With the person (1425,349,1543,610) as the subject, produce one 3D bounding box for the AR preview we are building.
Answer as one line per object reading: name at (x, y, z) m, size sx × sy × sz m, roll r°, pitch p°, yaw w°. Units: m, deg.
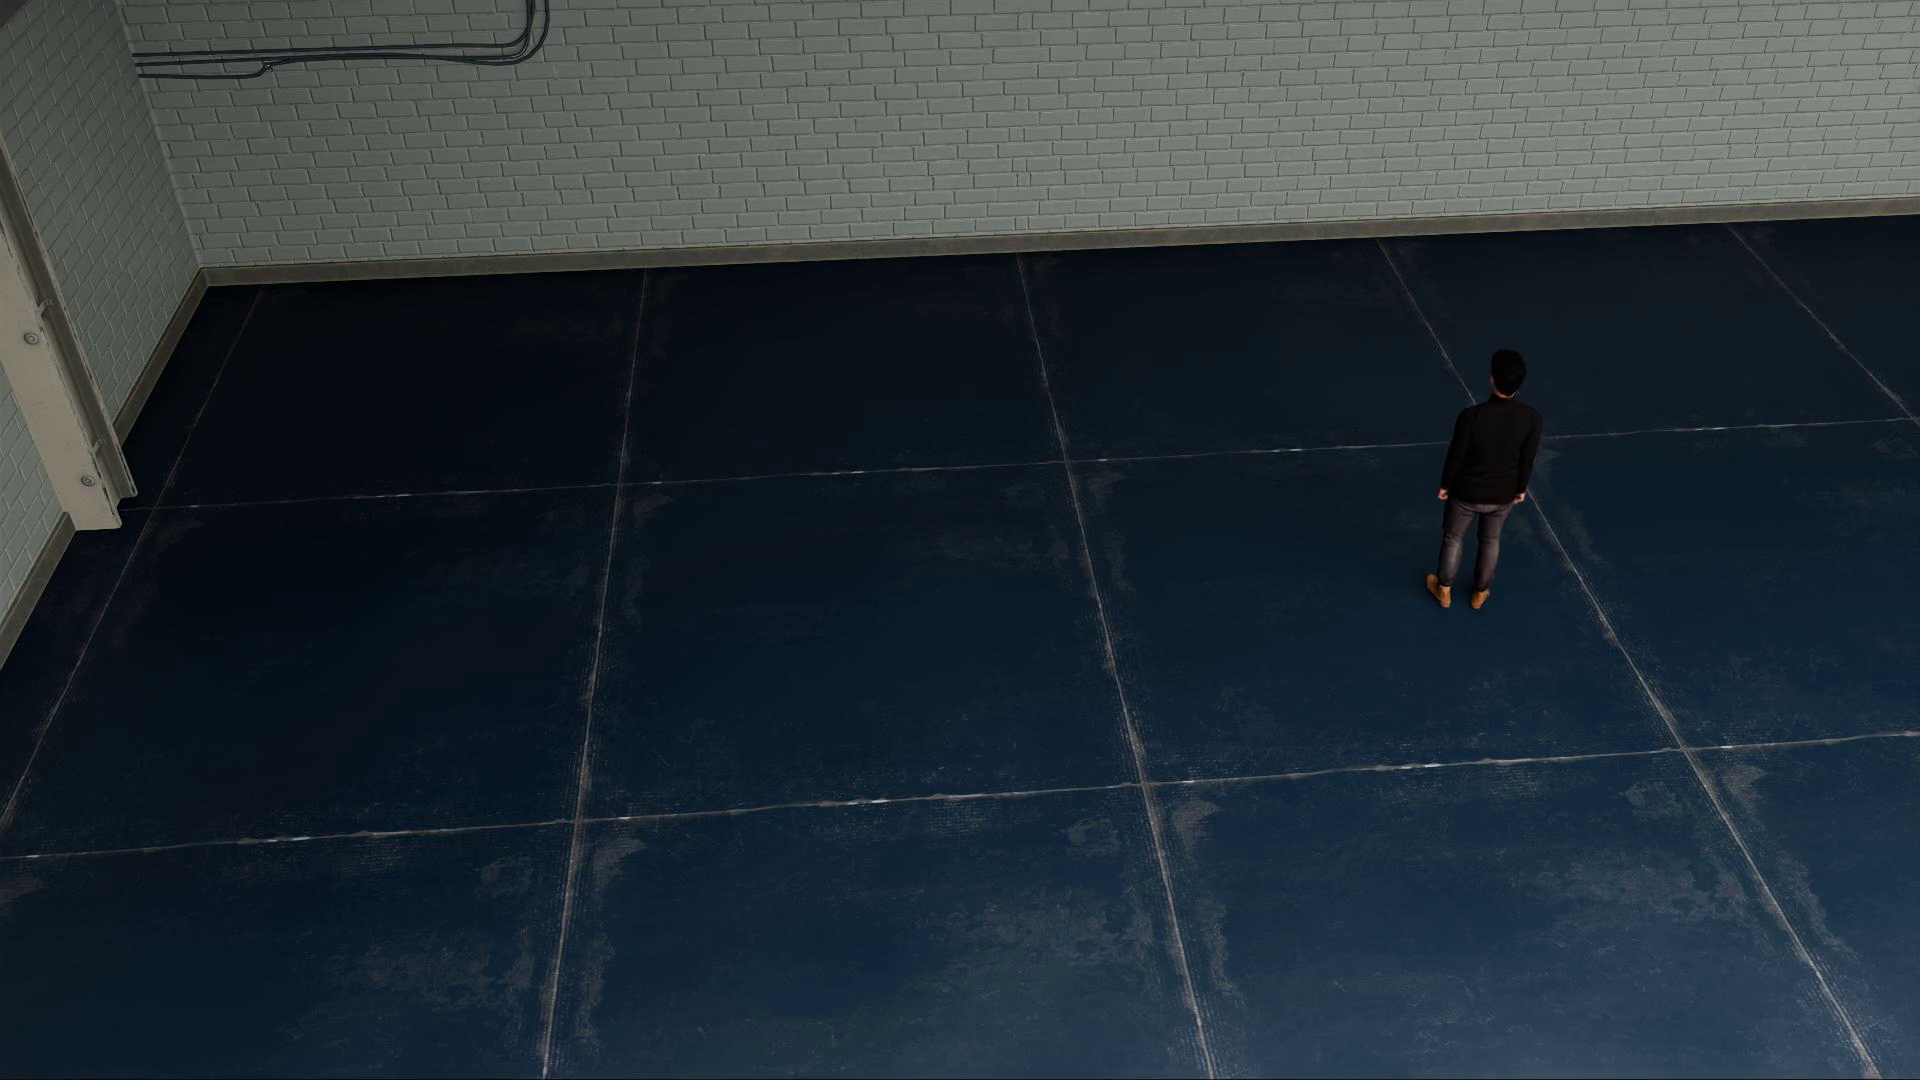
person at (3.038, -0.323, 9.595) m, size 0.681 × 1.724 × 0.585 m, roll 3°, pitch 38°, yaw 4°
